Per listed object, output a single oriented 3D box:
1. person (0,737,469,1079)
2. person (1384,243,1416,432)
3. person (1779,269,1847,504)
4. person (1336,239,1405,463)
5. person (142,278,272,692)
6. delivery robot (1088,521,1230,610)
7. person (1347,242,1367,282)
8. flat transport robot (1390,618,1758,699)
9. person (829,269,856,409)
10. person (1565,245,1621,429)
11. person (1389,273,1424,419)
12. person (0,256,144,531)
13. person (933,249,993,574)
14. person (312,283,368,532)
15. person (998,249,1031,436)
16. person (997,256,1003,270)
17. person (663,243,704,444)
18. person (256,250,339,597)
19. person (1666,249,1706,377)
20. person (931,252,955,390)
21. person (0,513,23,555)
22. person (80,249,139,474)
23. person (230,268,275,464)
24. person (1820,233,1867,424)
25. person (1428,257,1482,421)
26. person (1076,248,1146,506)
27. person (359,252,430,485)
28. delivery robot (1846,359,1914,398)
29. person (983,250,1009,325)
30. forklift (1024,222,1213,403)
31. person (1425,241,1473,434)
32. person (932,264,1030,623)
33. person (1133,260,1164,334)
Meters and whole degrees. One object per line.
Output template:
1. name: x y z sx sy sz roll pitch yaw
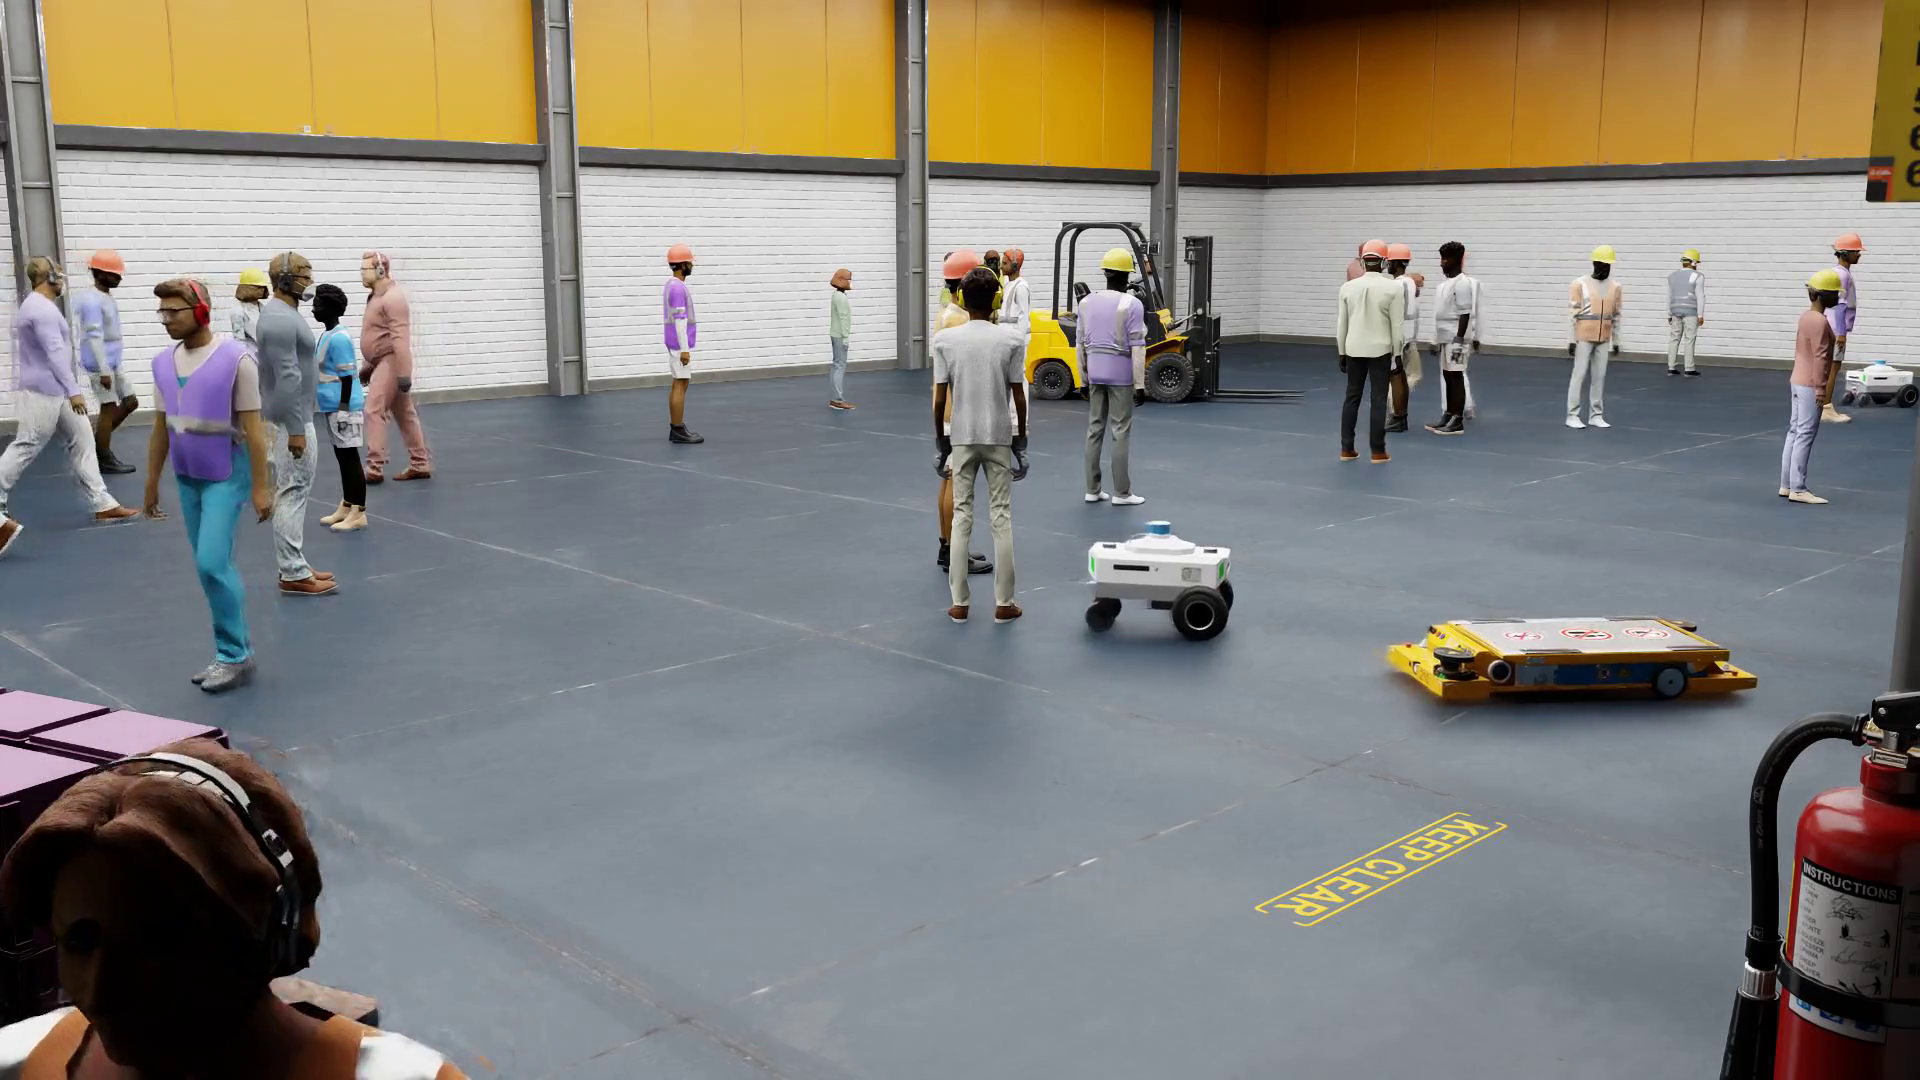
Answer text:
1. person: -0.662 0.981 1.372 0.525 1.613 0.755 2 11 12
2. person: 4.483 -2.078 17.158 0.363 1.935 0.553 6 12 29
3. person: 6.492 -1.162 12.636 0.322 1.765 0.535 2 11 13
4. person: 3.674 -1.680 14.871 0.620 1.987 0.407 8 13 38
5. person: -3.398 -0.241 7.410 0.606 1.829 0.582 5 12 25
6. delivery robot: 1.019 0.146 8.531 0.707 0.478 0.477 3 10 12
7. person: 6.463 -3.806 26.666 0.399 1.908 0.642 -4 11 -20
8. flat transport robot: 2.753 0.522 7.526 1.431 0.197 0.652 -1 10 -5
9. person: -1.384 -2.352 19.479 0.278 1.631 0.505 -3 11 -14
10. person: 6.670 -2.130 17.490 0.595 1.919 0.383 -2 11 -12
11. person: 4.893 -2.107 18.195 0.399 1.616 0.475 -4 11 -22
12. person: -6.324 -1.006 11.466 1.029 1.887 0.711 -5 11 -24
13. person: 0.019 -0.769 10.017 0.359 1.938 0.547 -1 10 -6
14. person: -4.266 -0.906 11.419 0.322 1.697 0.531 -6 12 -29
15. person: 0.540 -2.002 16.894 0.356 1.883 0.573 -2 11 -11
16. person: 0.511 -3.021 22.812 0.590 1.738 0.549 -4 11 -23
17. person: -2.703 -1.911 16.239 0.356 1.938 0.552 -3 11 -15
18. person: -3.759 -0.652 9.383 0.354 1.936 0.635 -4 11 -21
19. person: 10.424 -3.251 23.867 0.403 1.823 0.588 -7 12 -32
20. person: 0.018 -2.866 21.795 0.841 1.815 0.651 -6 12 -31
21. person: -6.325 -0.760 10.275 0.904 1.831 0.571 0 10 1
22. person: -7.177 -1.487 14.035 0.493 1.900 0.591 -2 11 -10
23. person: -6.114 -1.493 14.501 0.303 1.742 0.493 2 11 12
24. person: 9.537 -2.288 18.018 0.376 2.044 0.607 4 11 22
25. person: 5.308 -2.161 17.855 0.621 1.852 0.433 -4 11 -22
26. person: 1.152 -1.219 12.504 0.593 1.924 0.381 9 14 40
27. person: -4.746 -1.387 13.544 0.836 1.879 0.649 -5 12 -26
28. delivery robot: 10.869 -1.895 19.663 0.707 0.478 0.477 -2 10 -11
29. person: 0.398 -2.763 21.159 0.634 1.839 0.429 -2 11 -10
30. forklift: 1.935 -2.847 20.651 2.313 2.155 1.214 2 11 13
31. person: 5.023 -2.056 16.976 0.373 1.960 0.601 1 10 3
32. person: 0.113 -0.492 8.692 0.510 1.872 0.328 1 10 5
33. person: 3.004 -3.641 26.503 0.498 1.635 0.281 3 11 14
